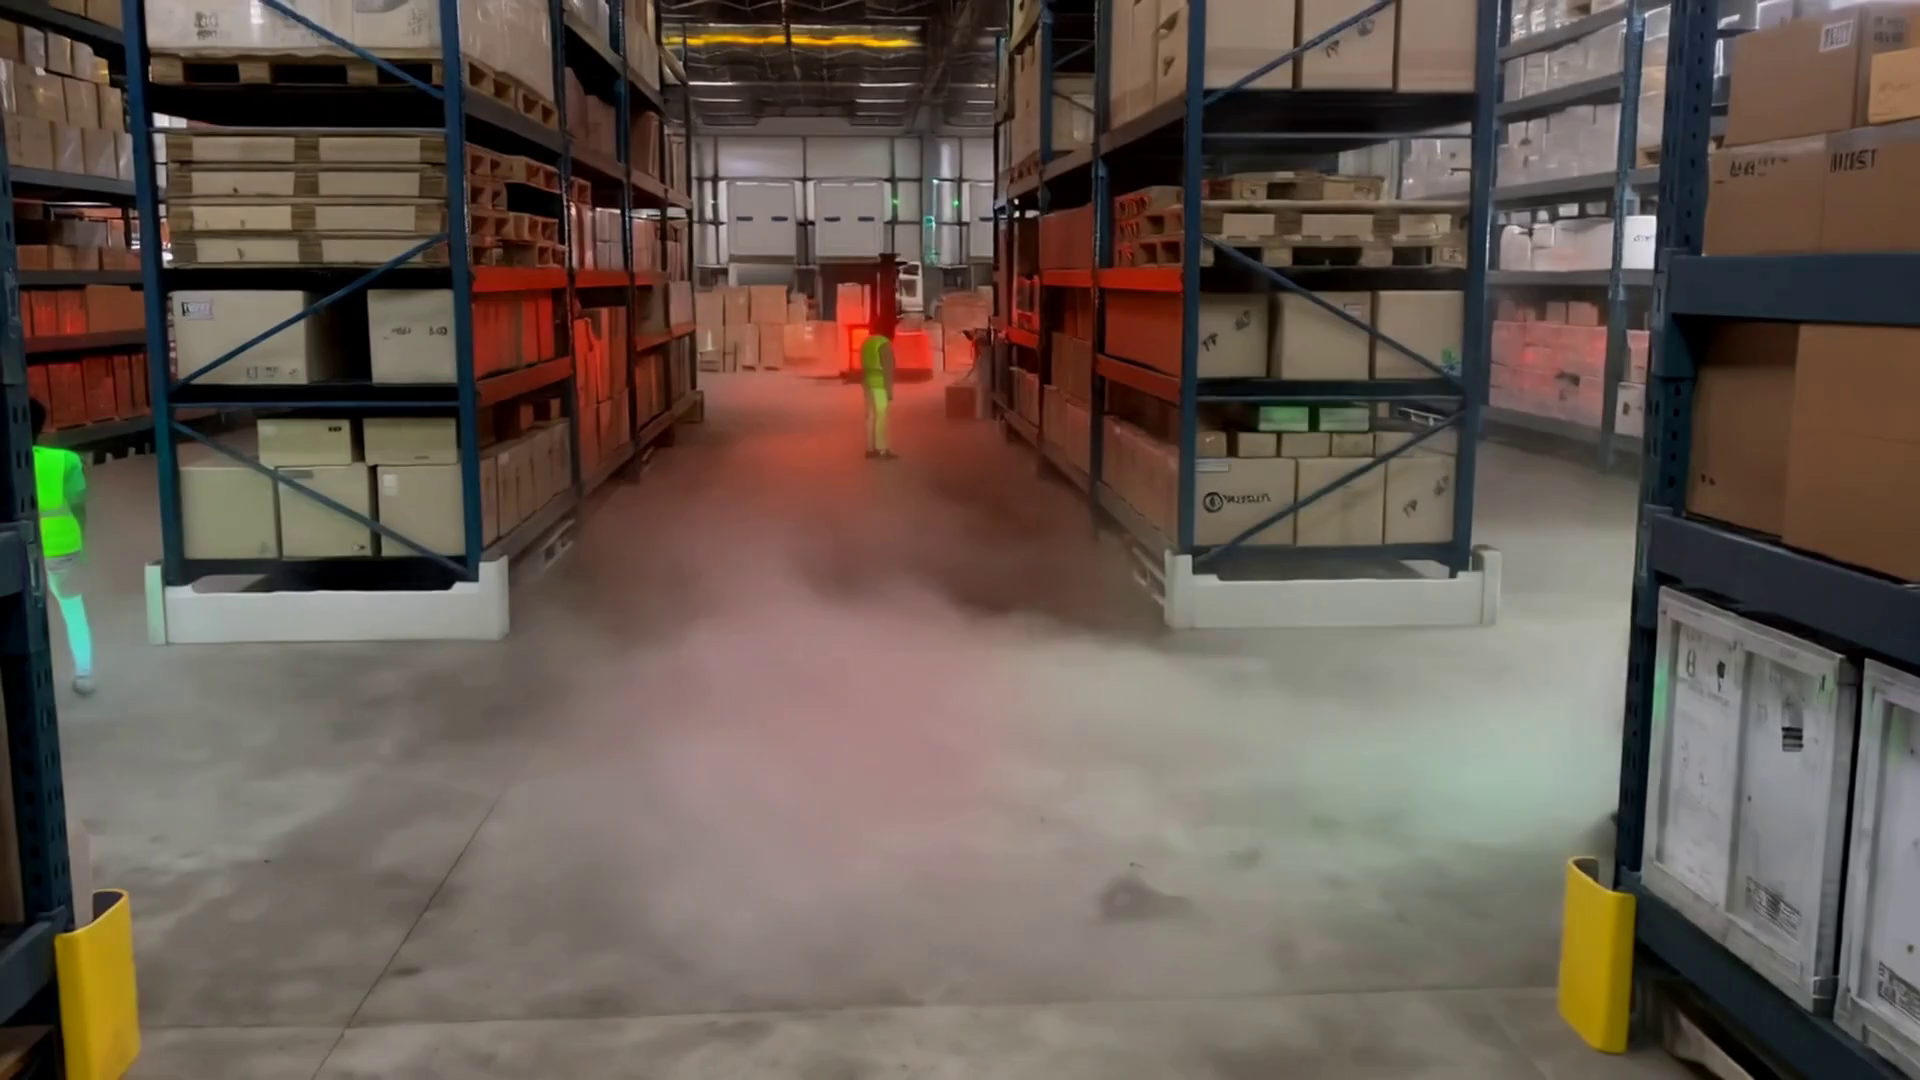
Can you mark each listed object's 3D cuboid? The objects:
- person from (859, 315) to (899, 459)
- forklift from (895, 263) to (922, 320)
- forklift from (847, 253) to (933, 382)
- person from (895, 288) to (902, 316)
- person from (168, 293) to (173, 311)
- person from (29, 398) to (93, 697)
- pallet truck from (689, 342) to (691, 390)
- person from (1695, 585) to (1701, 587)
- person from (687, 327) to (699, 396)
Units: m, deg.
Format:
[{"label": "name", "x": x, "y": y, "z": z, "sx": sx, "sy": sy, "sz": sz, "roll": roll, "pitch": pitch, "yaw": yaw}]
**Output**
[{"label": "person", "x": -1.031, "y": -1.959, "z": 21.374, "sx": 0.429, "sy": 1.846, "sz": 0.633, "roll": -6, "pitch": 11, "yaw": -33}, {"label": "forklift", "x": -1.987, "y": -9.022, "z": 62.479, "sx": 1.129, "sy": 2.768, "sz": 1.873, "roll": -1, "pitch": 9, "yaw": -4}, {"label": "forklift", "x": -1.565, "y": -4.902, "z": 36.610, "sx": 1.873, "sy": 2.768, "sz": 1.129, "roll": -1, "pitch": 9, "yaw": -4}, {"label": "person", "x": -2.315, "y": -7.829, "z": 57.975, "sx": 0.636, "sy": 1.931, "sz": 0.377, "roll": 3, "pitch": 10, "yaw": 20}, {"label": "person", "x": -31.514, "y": -9.154, "z": 66.291, "sx": 0.592, "sy": 1.926, "sz": 0.366, "roll": 8, "pitch": 12, "yaw": 41}, {"label": "person", "x": -5.050, "y": 0.066, "z": 9.136, "sx": 0.322, "sy": 1.692, "sz": 0.531, "roll": 7, "pitch": 12, "yaw": 39}, {"label": "pallet truck", "x": -5.225, "y": -3.008, "z": 27.480, "sx": 1.885, "sy": 1.965, "sz": 0.823, "roll": 2, "pitch": 9, "yaw": 14}, {"label": "person", "x": 3.144, "y": 0.425, "z": 6.436, "sx": 0.604, "sy": 1.825, "sz": 0.604, "roll": -1, "pitch": 9, "yaw": -5}, {"label": "person", "x": -5.305, "y": -3.648, "z": 32.439, "sx": 0.537, "sy": 1.695, "sz": 0.321, "roll": 6, "pitch": 11, "yaw": 35}]
